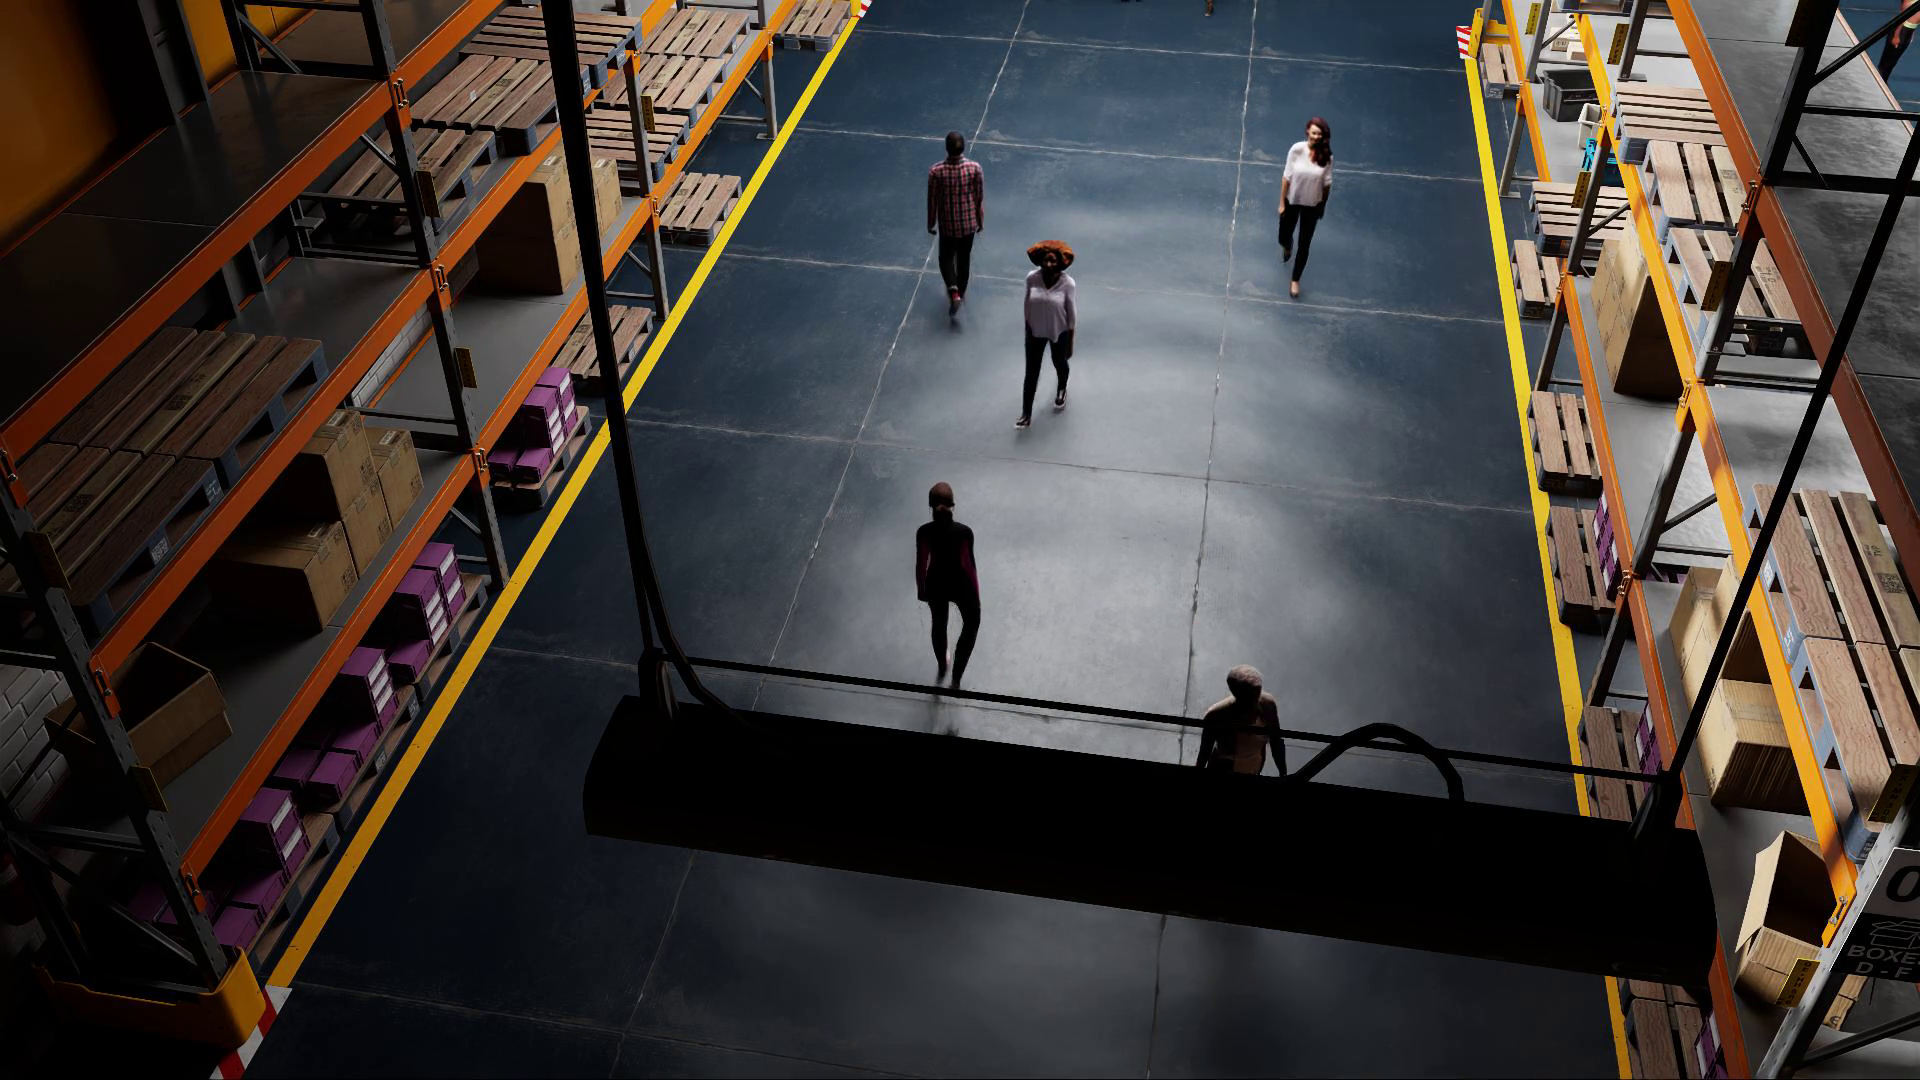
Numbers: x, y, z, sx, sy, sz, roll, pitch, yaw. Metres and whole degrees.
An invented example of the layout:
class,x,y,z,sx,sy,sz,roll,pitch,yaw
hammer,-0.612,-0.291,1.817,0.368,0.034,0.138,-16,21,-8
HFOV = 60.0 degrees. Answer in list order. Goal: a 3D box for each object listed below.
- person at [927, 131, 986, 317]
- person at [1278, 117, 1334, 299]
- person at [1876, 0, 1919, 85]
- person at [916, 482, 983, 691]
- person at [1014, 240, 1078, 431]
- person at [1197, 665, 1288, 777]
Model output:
class,x,y,z,sx,sy,sz,roll,pitch,yaw
person,-0.016,-2.924,15.468,0.897,1.742,1.065,-6,39,-8
person,3.241,-3.199,15.781,0.606,1.780,0.862,6,39,8
person,10.777,-5.810,19.071,0.632,1.755,0.699,-26,45,-28
person,-0.079,0.371,11.342,0.593,1.741,0.795,6,39,7
person,0.794,-1.809,14.126,0.718,1.673,1.095,11,40,14
person,1.617,1.351,10.135,0.980,1.716,1.086,-19,42,-22
